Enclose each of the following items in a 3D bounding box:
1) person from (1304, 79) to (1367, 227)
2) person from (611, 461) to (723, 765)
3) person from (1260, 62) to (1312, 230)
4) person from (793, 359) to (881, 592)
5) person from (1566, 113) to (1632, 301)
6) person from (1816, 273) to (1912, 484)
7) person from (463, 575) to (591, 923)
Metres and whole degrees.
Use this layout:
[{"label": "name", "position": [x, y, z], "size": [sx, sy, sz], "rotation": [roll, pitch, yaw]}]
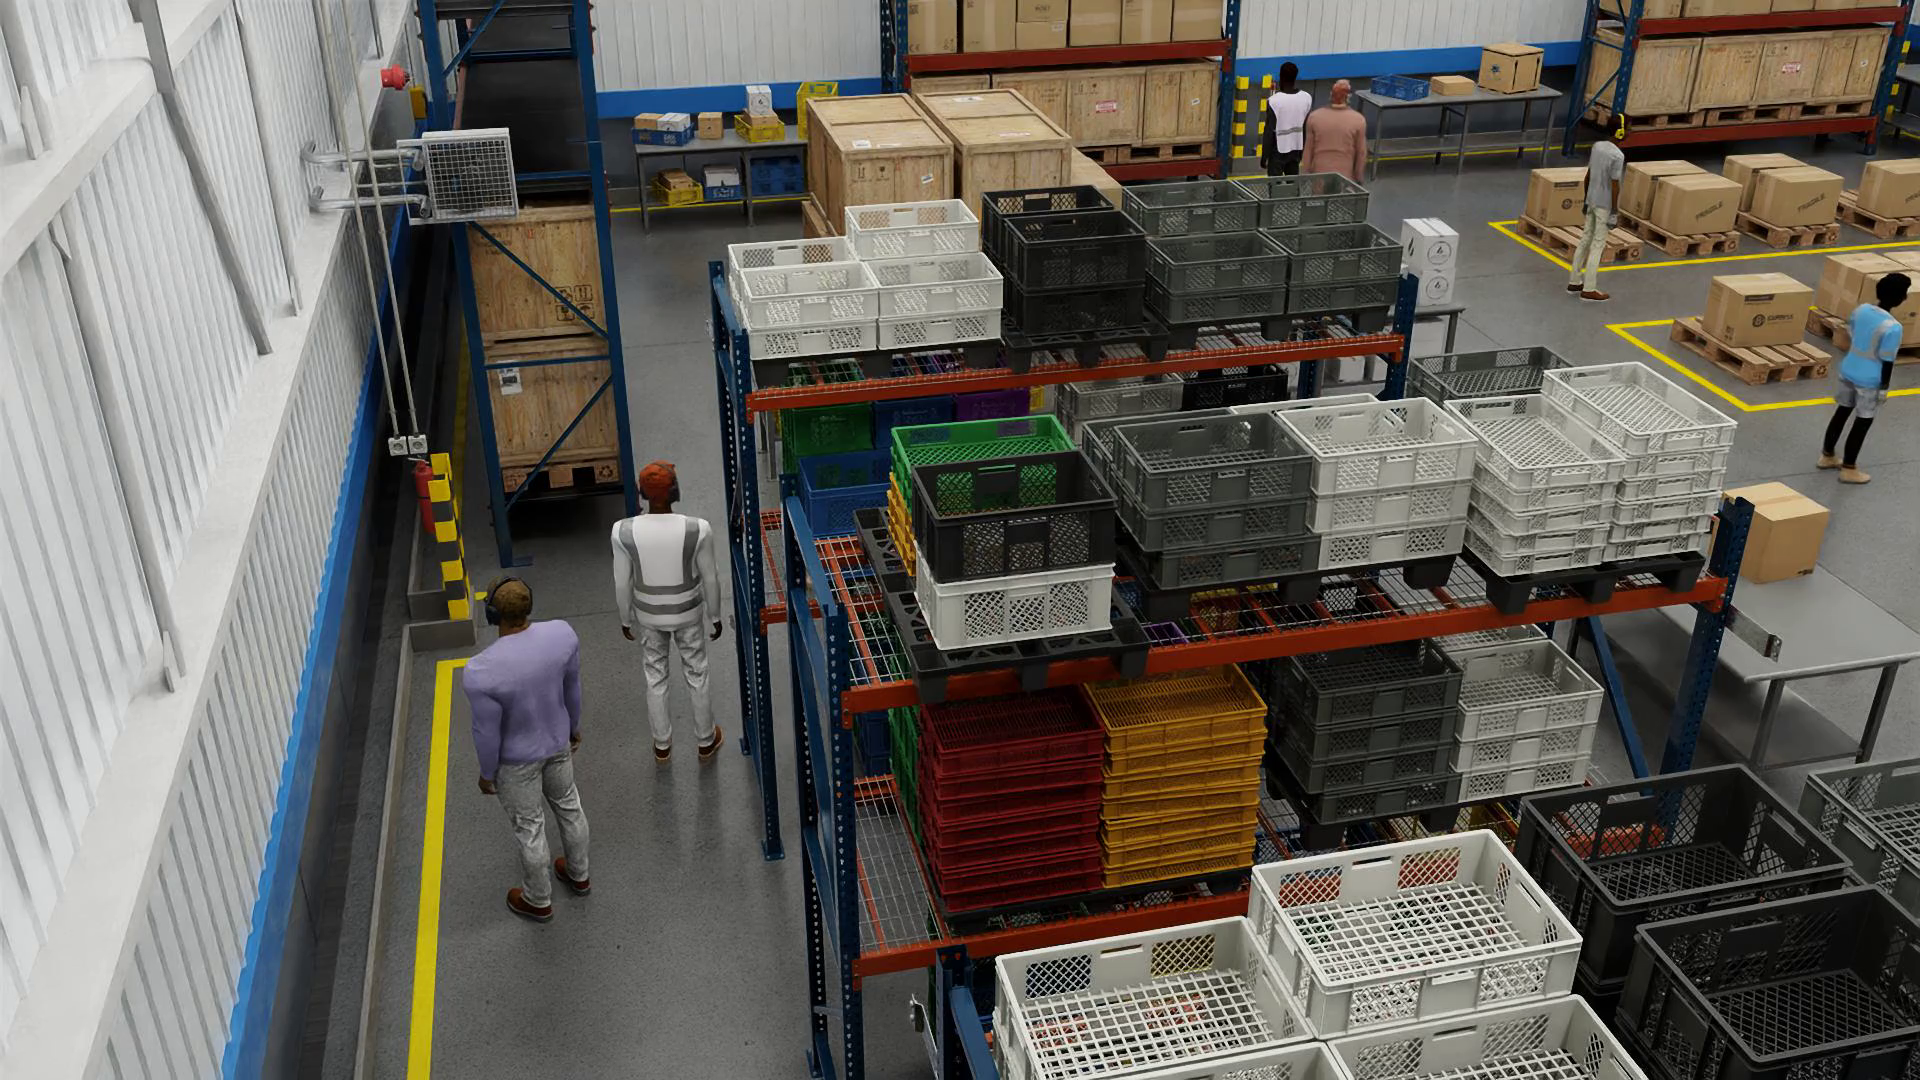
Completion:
[{"label": "person", "position": [3.998, -3.958, 17.786], "size": [0.651, 1.906, 0.403], "rotation": [11, 30, 20]}, {"label": "person", "position": [-1.649, 0.429, 9.486], "size": [0.585, 1.881, 0.337], "rotation": [-2, 28, -3]}, {"label": "person", "position": [3.617, -4.332, 18.499], "size": [0.582, 1.909, 0.391], "rotation": [-15, 31, -27]}, {"label": "person", "position": [-0.848, -0.498, 11.314], "size": [0.700, 1.824, 0.492], "rotation": [13, 30, 23]}, {"label": "person", "position": [6.420, -3.338, 16.649], "size": [0.309, 1.868, 0.534], "rotation": [-7, 29, -12]}, {"label": "person", "position": [7.029, -1.255, 12.889], "size": [0.321, 1.692, 0.536], "rotation": [-3, 28, -5]}, {"label": "person", "position": [-2.139, 1.034, 8.281], "size": [0.372, 1.940, 0.631], "rotation": [21, 34, 34]}]
